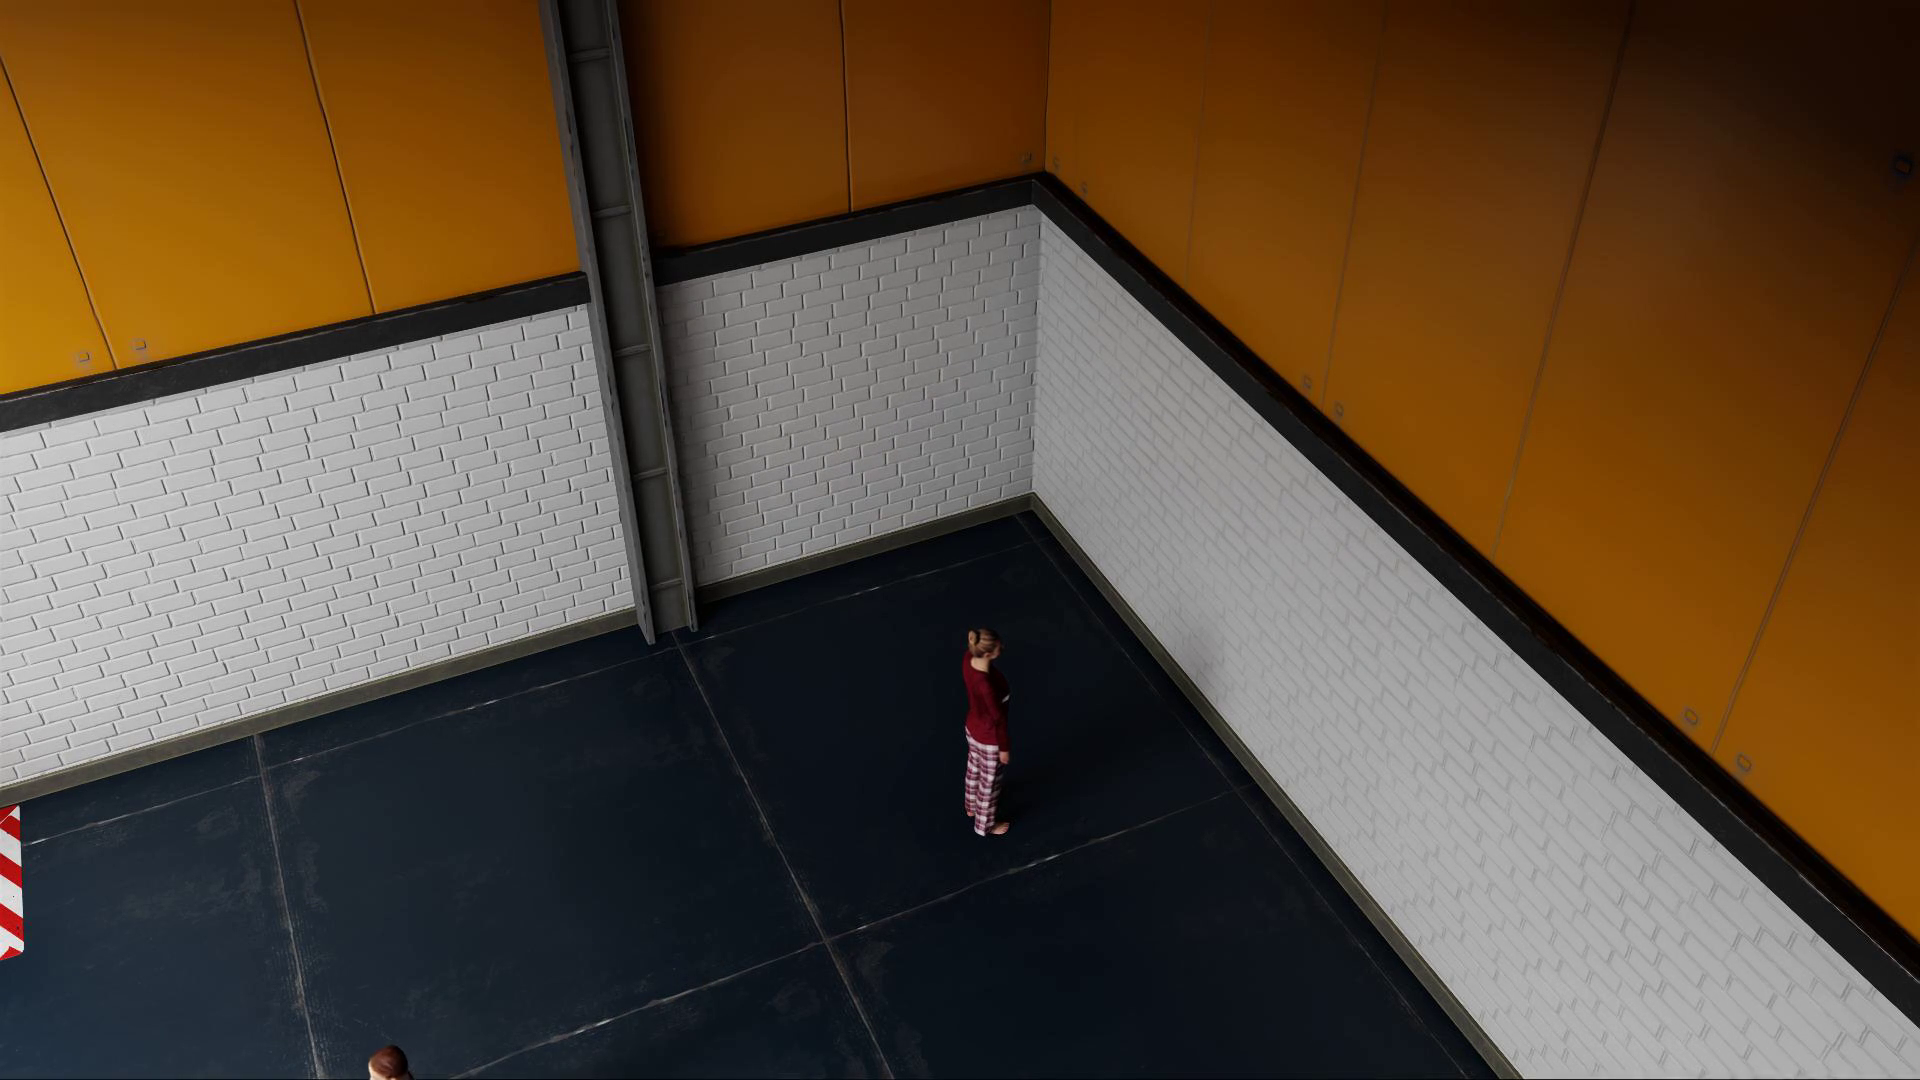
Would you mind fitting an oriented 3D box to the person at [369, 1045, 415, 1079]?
[{"bbox_3d":[-2.823,3.032,8.717,0.531,1.187,0.528,-23,44,-26],"label":"person"}]

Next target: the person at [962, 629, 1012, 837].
[{"bbox_3d":[0.167,1.201,10.600,0.497,1.697,0.612,-15,41,-18],"label":"person"}]
